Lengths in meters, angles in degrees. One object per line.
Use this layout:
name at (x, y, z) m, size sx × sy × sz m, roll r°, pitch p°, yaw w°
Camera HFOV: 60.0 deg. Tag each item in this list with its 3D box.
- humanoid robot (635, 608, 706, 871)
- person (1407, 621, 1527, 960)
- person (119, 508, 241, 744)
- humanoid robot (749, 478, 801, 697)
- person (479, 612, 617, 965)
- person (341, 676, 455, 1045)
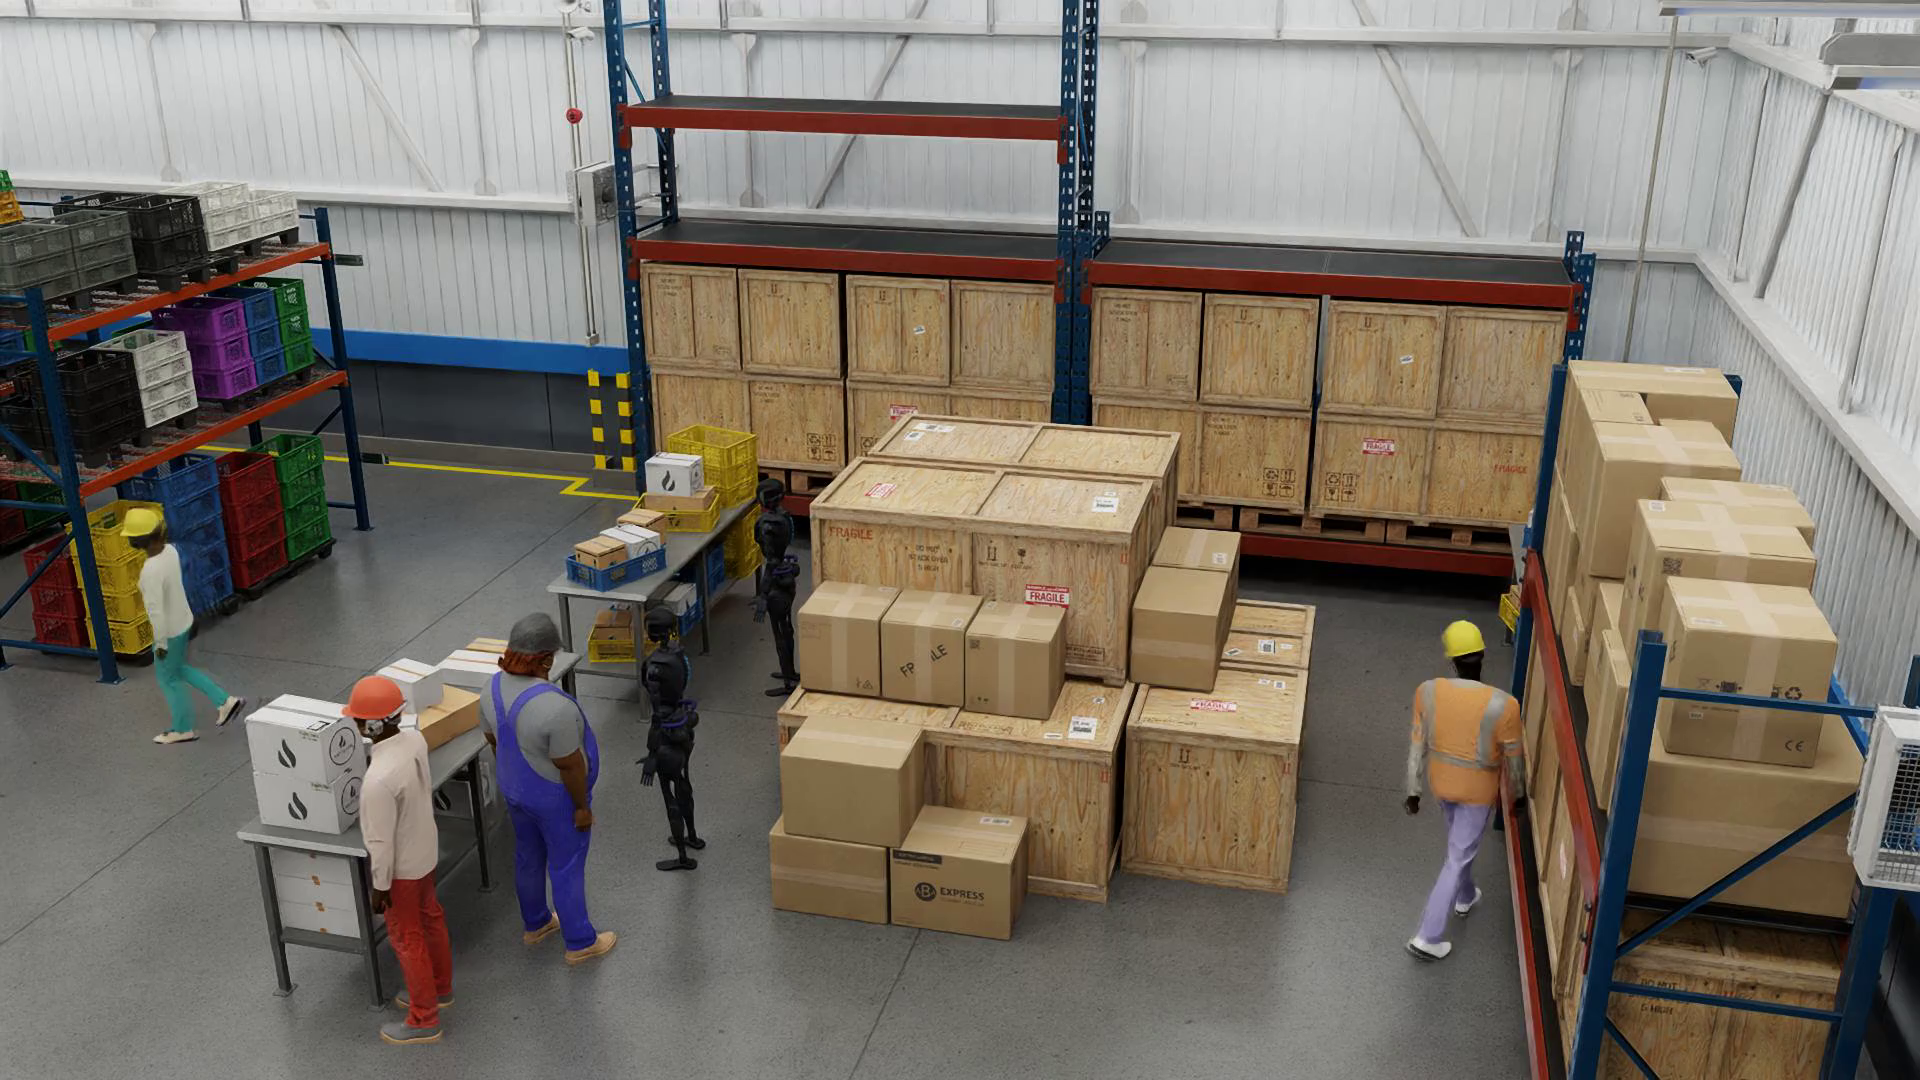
humanoid robot at (-1.744, 1.182, 9.963) m, size 0.308 × 1.656 × 0.616 m, roll 3°, pitch 21°, yaw 7°
person at (2.755, 1.371, 9.229) m, size 0.604 × 1.865 × 0.937 m, roll 19°, pitch 28°, yaw 41°
person at (-5.380, 0.595, 11.402) m, size 0.484 × 1.745 × 0.535 m, roll -2°, pitch 21°, yaw -6°
humanoid robot at (-1.353, 0.333, 12.185) m, size 0.324 × 1.654 × 0.602 m, roll 2°, pitch 21°, yaw 5°
person at (-2.226, 1.331, 9.084) m, size 0.681 × 2.000 × 0.538 m, roll 14°, pitch 25°, yaw 33°
person at (-2.839, 1.609, 8.442) m, size 0.394 × 1.990 × 0.616 m, roll 0°, pitch 21°, yaw 1°
